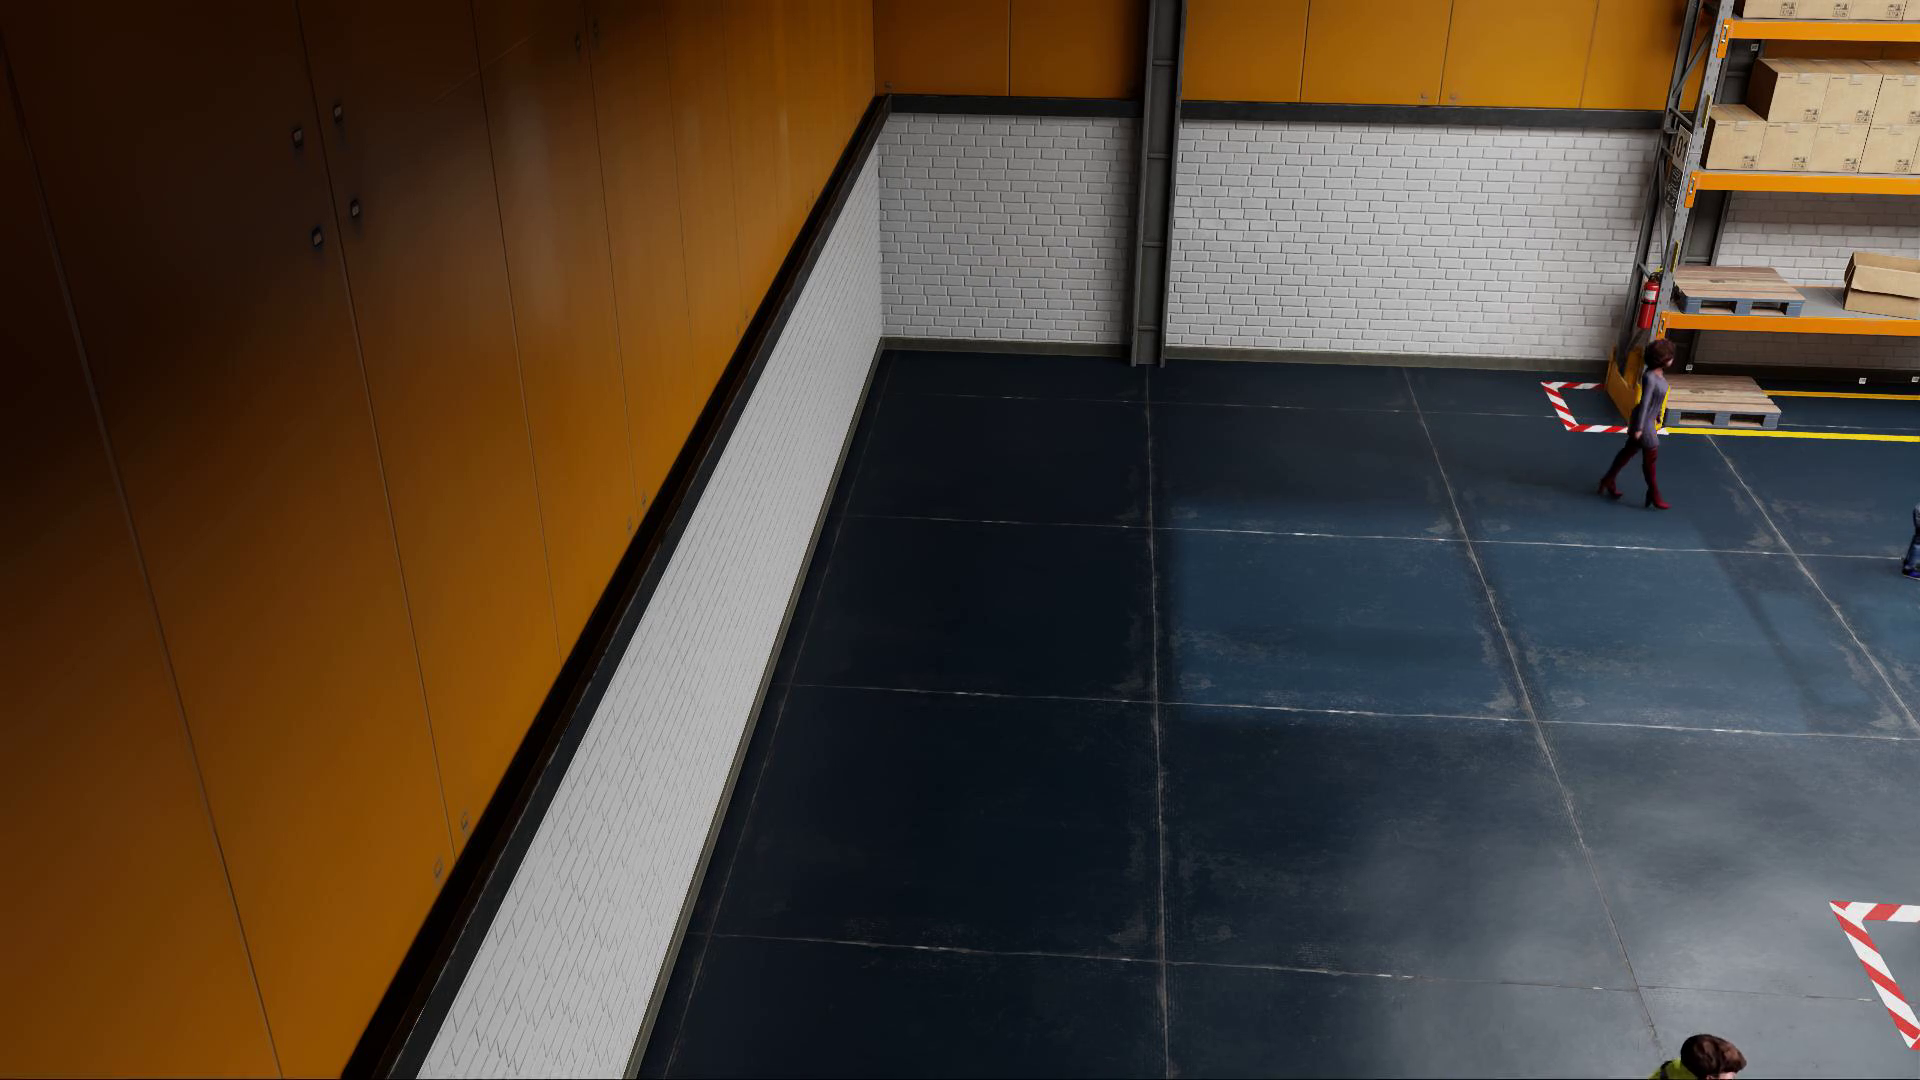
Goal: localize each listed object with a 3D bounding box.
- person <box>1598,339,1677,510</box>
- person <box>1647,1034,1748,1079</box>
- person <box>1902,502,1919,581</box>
[{"bbox_3d":[6.585,-1.146,16.183,1.009,1.684,0.828,15,32,25],"label":"person"},{"bbox_3d":[3.268,3.128,8.086,1.222,1.936,0.883,6,29,10],"label":"person"},{"bbox_3d":[8.738,-0.249,14.986,0.584,1.255,0.554,15,32,26],"label":"person"}]
